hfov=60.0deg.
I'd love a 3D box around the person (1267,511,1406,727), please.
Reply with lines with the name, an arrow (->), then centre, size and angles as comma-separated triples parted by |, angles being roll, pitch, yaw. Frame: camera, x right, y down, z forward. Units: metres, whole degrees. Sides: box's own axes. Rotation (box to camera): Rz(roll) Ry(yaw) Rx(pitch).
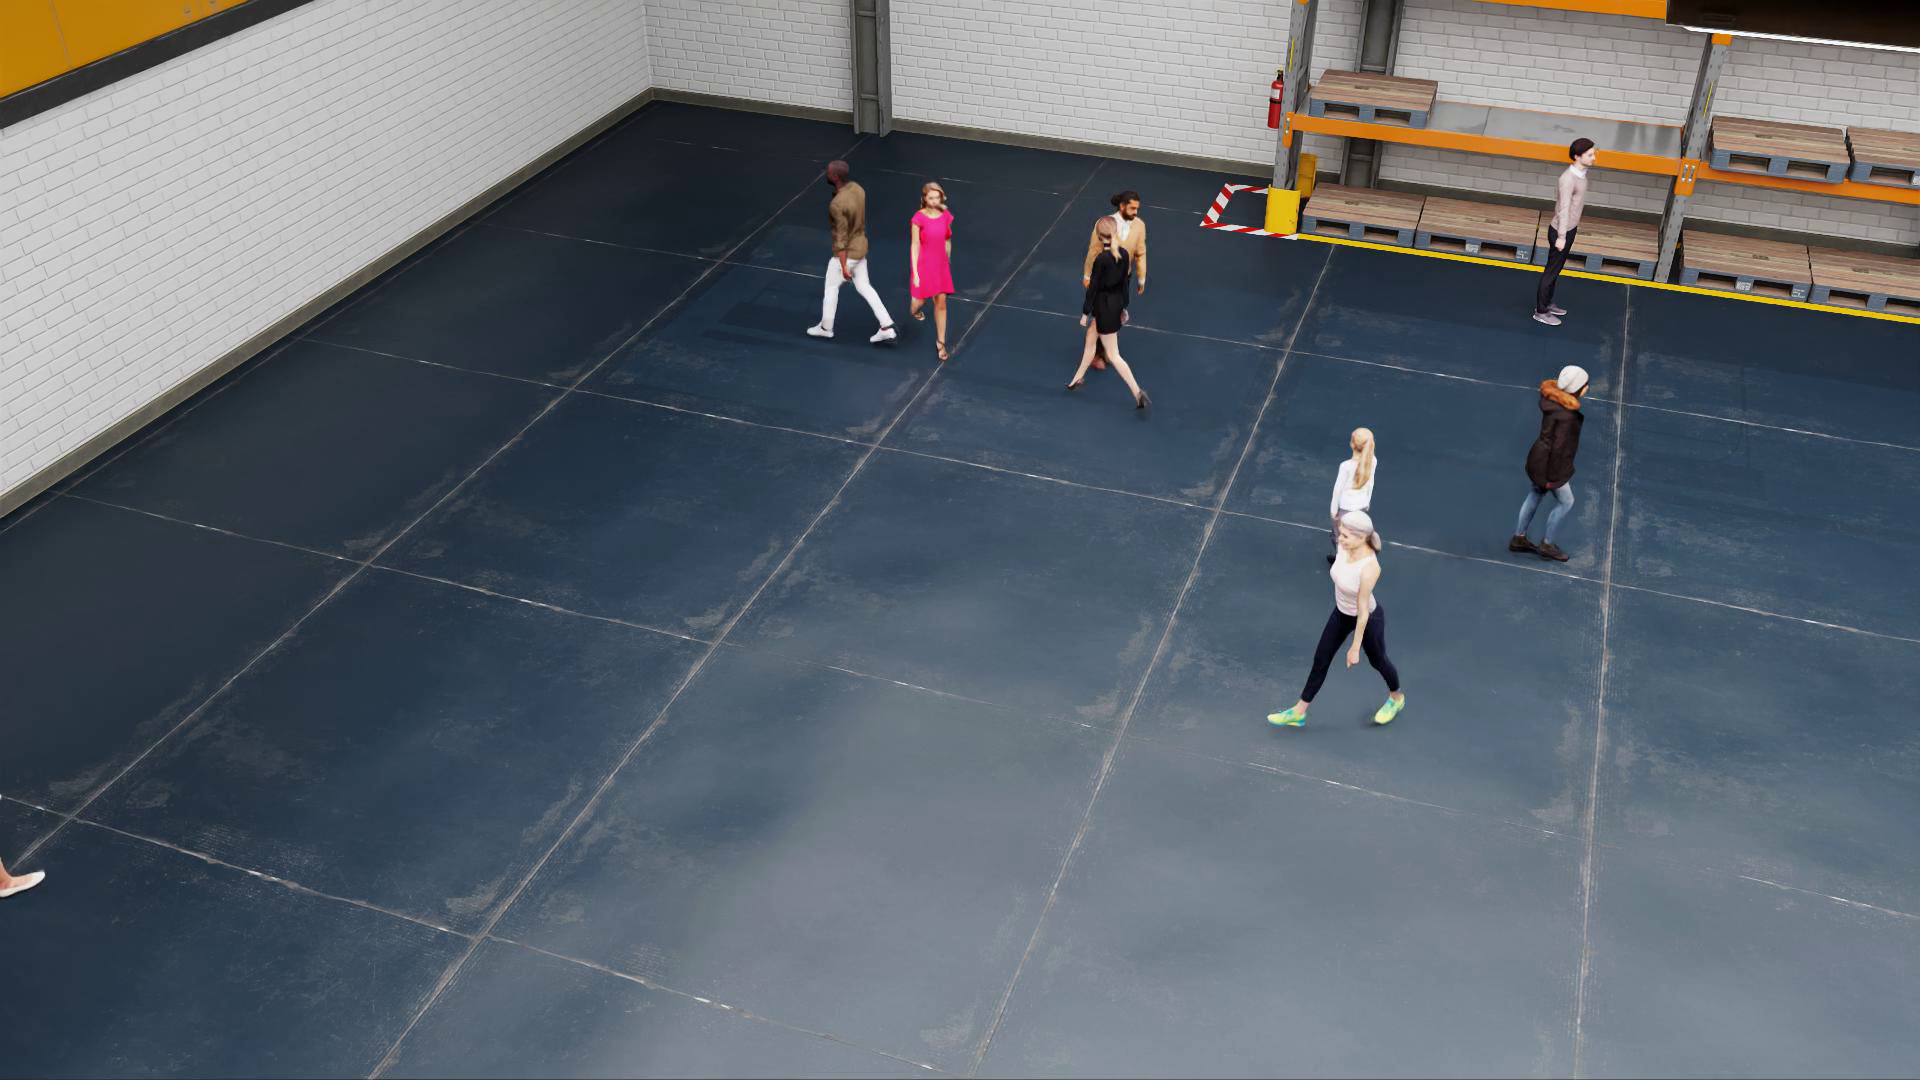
person -> 2.645, 0.539, 10.788 | 1.293, 1.647, 1.147 | -11, 35, -16

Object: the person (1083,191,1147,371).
person -> 1.338, -2.389, 15.127 | 0.832, 1.719, 0.896 | -6, 34, -10

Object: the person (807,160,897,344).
person -> -0.942, -2.639, 15.442 | 1.159, 1.786, 0.784 | 15, 36, 21

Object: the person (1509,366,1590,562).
person -> 4.369, -0.582, 12.494 | 0.768, 1.624, 0.722 | 0, 34, 0

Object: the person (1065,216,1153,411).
person -> 1.333, -1.890, 14.387 | 1.233, 1.707, 0.868 | 22, 40, 30

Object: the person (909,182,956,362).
person -> -0.300, -2.536, 15.378 | 1.017, 1.687, 1.008 | -12, 35, -18

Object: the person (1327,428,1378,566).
person -> 2.922, -0.226, 12.284 | 0.786, 1.264, 0.825 | -12, 35, -17

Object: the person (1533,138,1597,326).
person -> 5.785, -2.971, 15.920 | 0.608, 1.809, 0.661 | 18, 38, 25
